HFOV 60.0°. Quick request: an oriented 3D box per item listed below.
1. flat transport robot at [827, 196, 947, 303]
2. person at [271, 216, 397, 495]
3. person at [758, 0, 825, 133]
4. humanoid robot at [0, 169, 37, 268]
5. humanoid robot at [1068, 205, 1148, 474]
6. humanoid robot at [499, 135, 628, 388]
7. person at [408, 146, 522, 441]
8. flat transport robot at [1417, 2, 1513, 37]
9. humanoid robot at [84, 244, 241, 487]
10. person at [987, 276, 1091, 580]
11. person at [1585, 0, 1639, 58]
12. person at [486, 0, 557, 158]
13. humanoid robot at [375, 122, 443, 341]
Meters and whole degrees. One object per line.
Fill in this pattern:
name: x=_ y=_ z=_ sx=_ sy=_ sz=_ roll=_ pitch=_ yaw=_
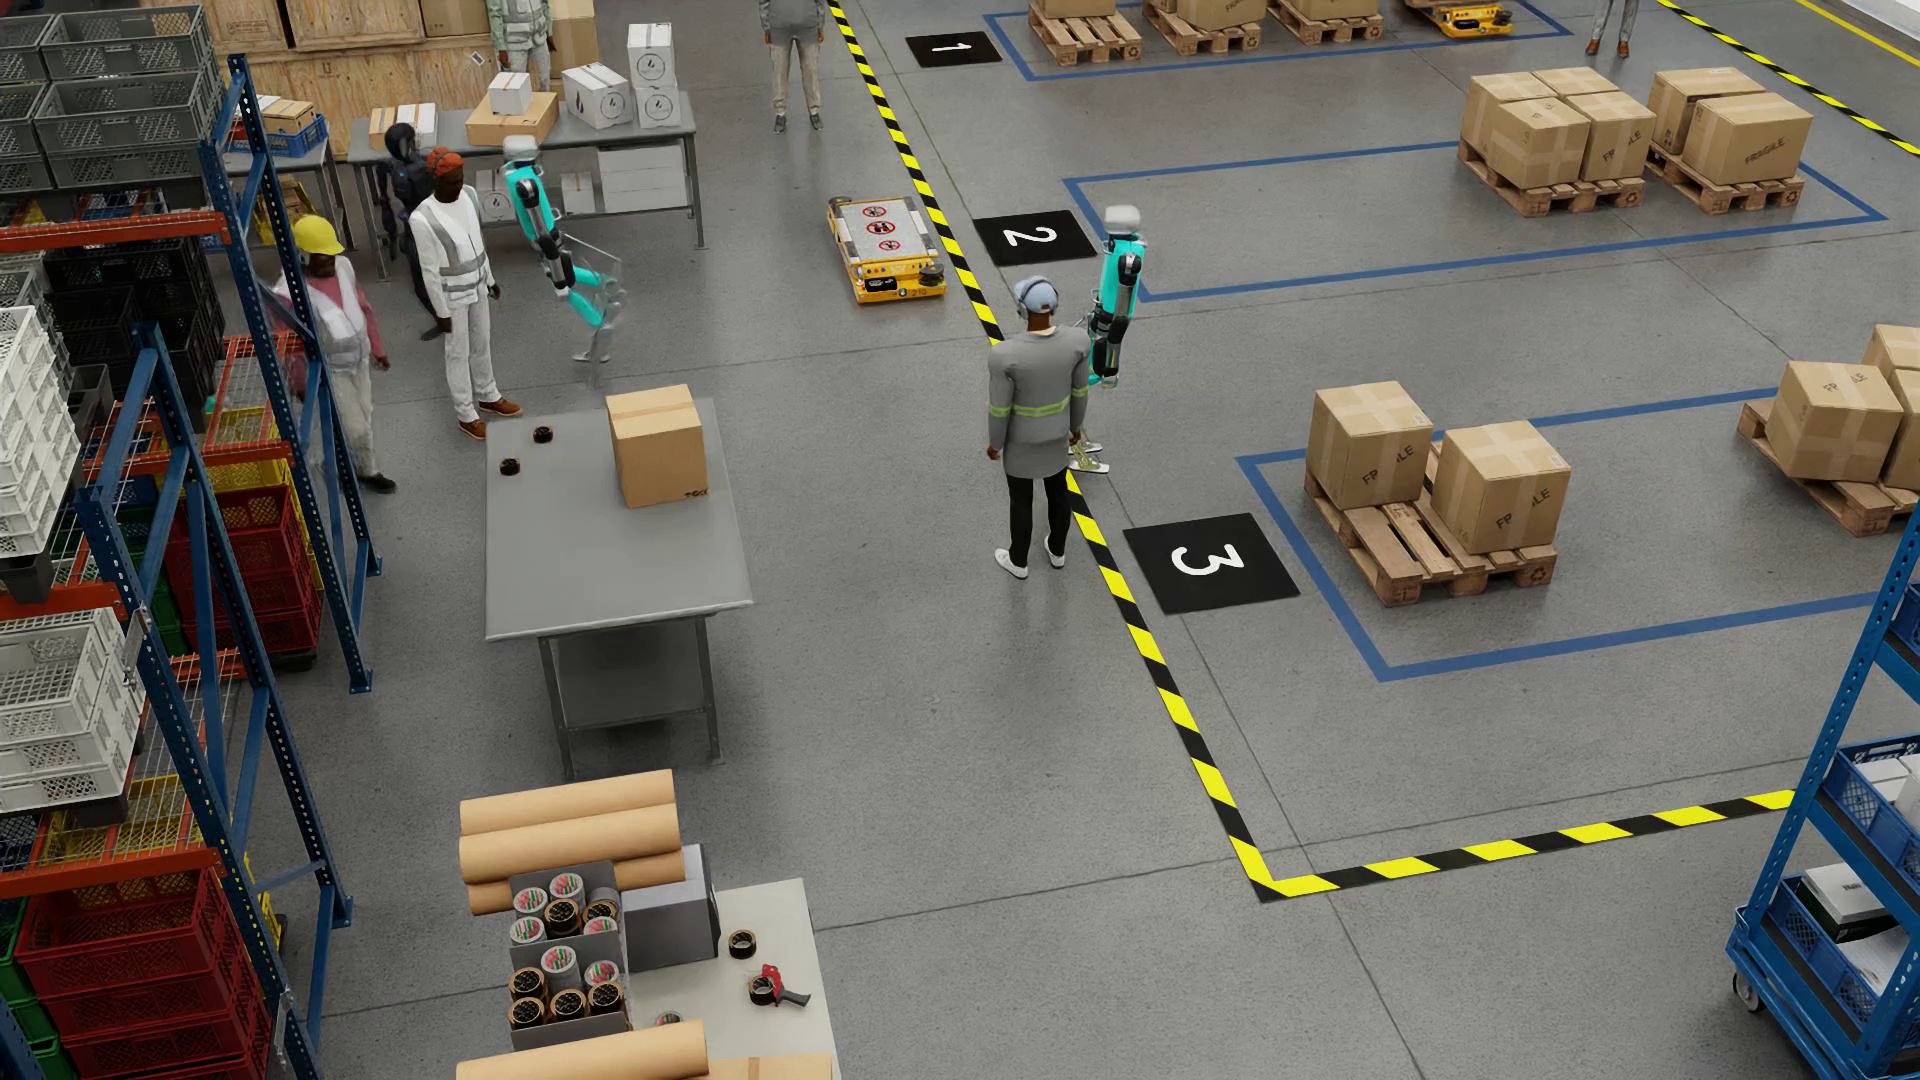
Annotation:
flat transport robot: x=-0.570 y=-2.220 z=12.538 sx=0.659 sy=0.231 sz=1.431 roll=-8 pitch=37 yaw=-10
person: x=-3.600 y=-1.032 z=9.644 sx=0.435 sy=1.810 sz=0.588 roll=13 pitch=39 yaw=17
person: x=-1.419 y=-4.362 z=14.158 sx=0.564 sy=1.769 sz=0.395 roll=-6 pitch=37 yaw=-8
humanoid robot: x=-6.161 y=-1.793 z=10.802 sx=0.664 sy=1.640 sz=0.608 roll=-20 pitch=41 yaw=-25
humanoid robot: x=0.690 y=-1.169 z=9.784 sx=0.735 sy=1.675 sz=0.533 roll=-1 pitch=37 yaw=-1
humanoid robot: x=-2.454 y=-1.771 z=10.758 sx=0.813 sy=1.836 sz=0.530 roll=-14 pitch=39 yaw=-18
person: x=-3.055 y=-1.521 z=10.243 sx=0.356 sy=1.886 sz=0.572 roll=14 pitch=39 yaw=17
flat transport robot: x=4.976 y=-5.452 z=16.858 sx=0.652 sy=0.197 sz=1.431 roll=-8 pitch=37 yaw=-10
humanoid robot: x=-4.585 y=-1.034 z=9.719 sx=0.820 sy=1.784 sz=0.612 roll=-16 pitch=39 yaw=-20
person: x=0.409 y=-0.605 z=9.040 sx=0.588 sy=1.853 sz=0.371 roll=-13 pitch=39 yaw=-17
person: x=6.298 y=-5.468 z=15.550 sx=0.585 sy=1.884 sz=0.386 roll=12 pitch=38 yaw=15
person: x=-3.585 y=-4.131 z=13.711 sx=0.411 sy=1.939 sz=0.604 roll=25 pitch=43 yaw=30
humanoid robot: x=-3.550 y=-2.028 z=11.100 sx=0.594 sy=1.636 sz=0.384 roll=10 pitch=38 yaw=14
